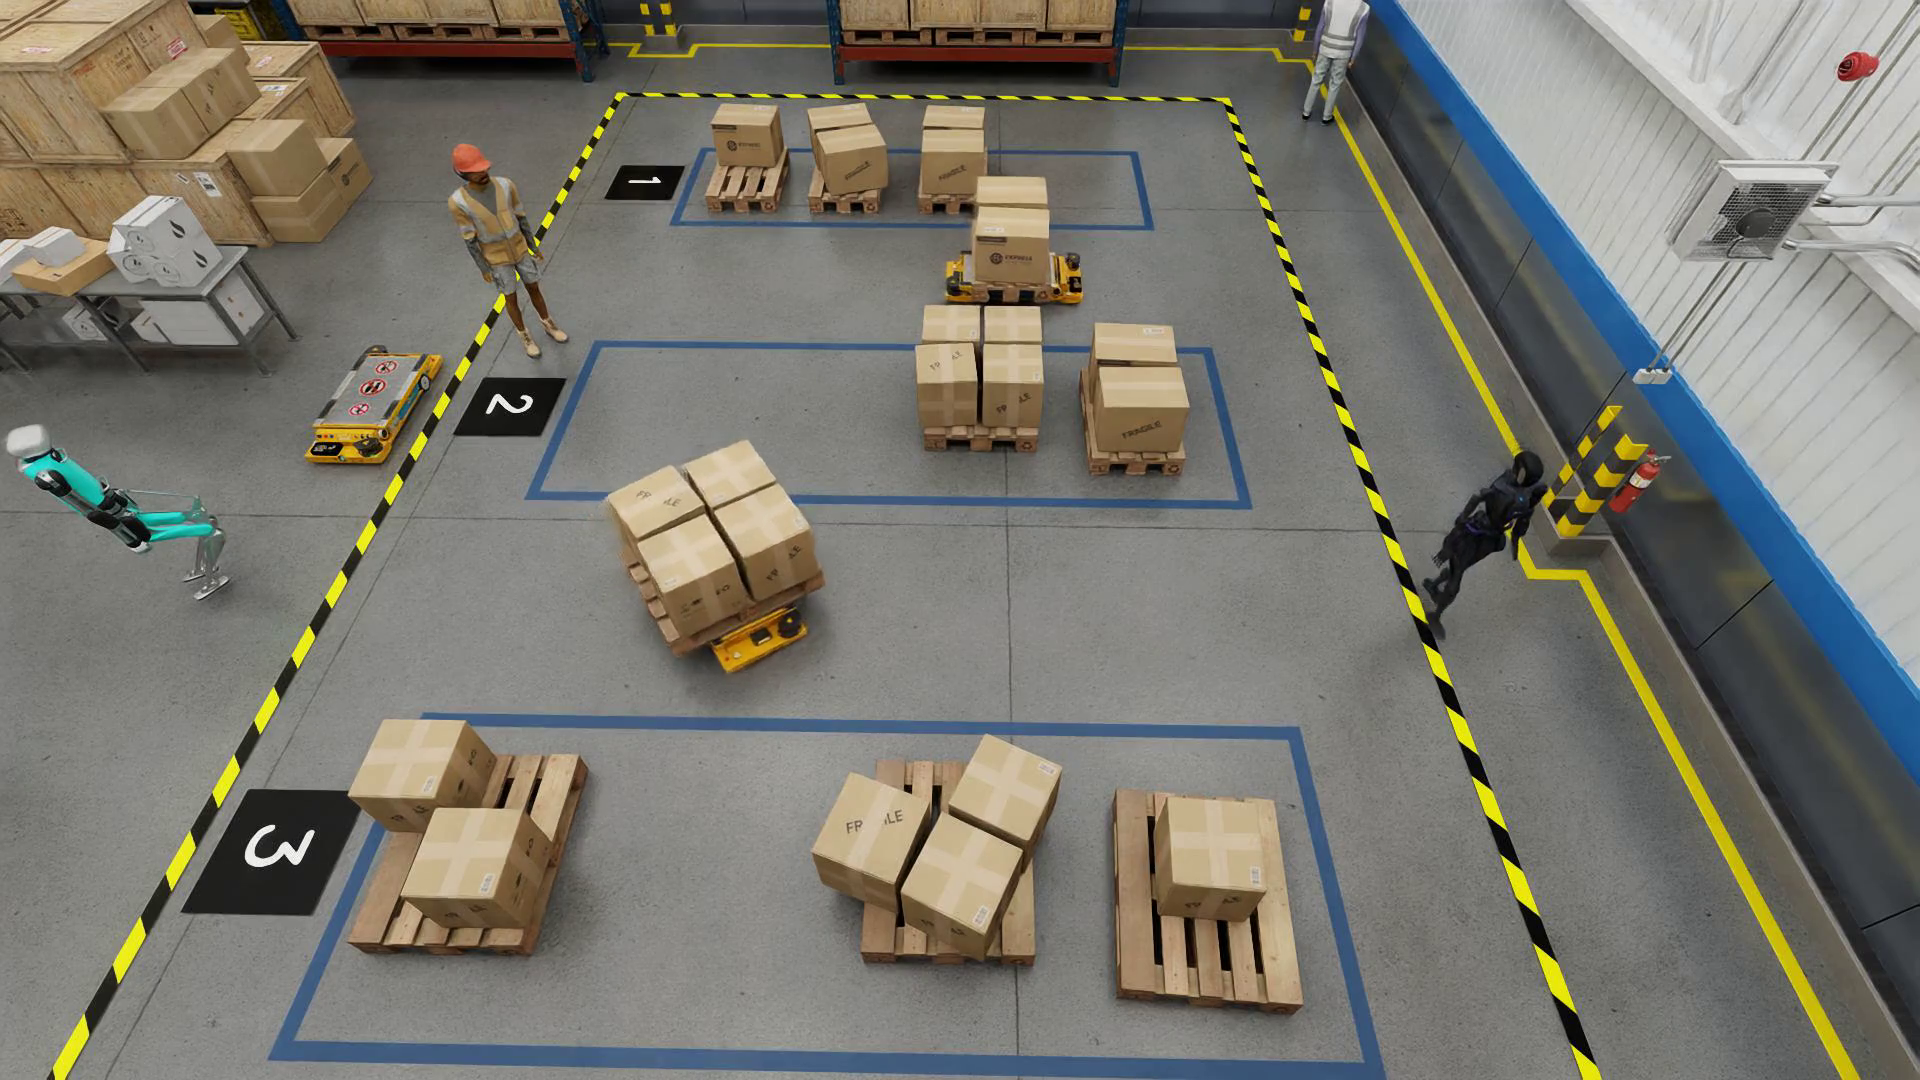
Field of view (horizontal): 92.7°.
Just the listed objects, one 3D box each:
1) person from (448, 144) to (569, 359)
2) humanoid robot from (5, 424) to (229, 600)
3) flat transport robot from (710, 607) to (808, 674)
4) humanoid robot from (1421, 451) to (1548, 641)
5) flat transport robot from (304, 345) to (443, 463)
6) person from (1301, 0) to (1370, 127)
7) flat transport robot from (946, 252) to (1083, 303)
[{"bbox_3d":[-4.159,-2.633,8.432,0.366,2.047,0.606,35,58,26],"label":"person"},{"bbox_3d":[-5.779,-0.245,6.524,0.735,1.676,0.533,-35,58,-26],"label":"humanoid robot"},{"bbox_3d":[-1.797,0.330,7.070,0.652,0.197,1.431,-26,55,-20],"label":"flat transport robot"},{"bbox_3d":[3.688,0.017,6.438,0.587,1.641,0.583,-7,50,-6],"label":"humanoid robot"},{"bbox_3d":[-5.383,-1.269,8.441,0.659,0.231,1.431,1,50,1],"label":"flat transport robot"},{"bbox_3d":[4.757,-6.197,11.588,0.586,1.829,0.404,24,54,19],"label":"person"},{"bbox_3d":[0.572,-2.795,9.714,1.431,0.197,0.652,1,50,1],"label":"flat transport robot"}]
